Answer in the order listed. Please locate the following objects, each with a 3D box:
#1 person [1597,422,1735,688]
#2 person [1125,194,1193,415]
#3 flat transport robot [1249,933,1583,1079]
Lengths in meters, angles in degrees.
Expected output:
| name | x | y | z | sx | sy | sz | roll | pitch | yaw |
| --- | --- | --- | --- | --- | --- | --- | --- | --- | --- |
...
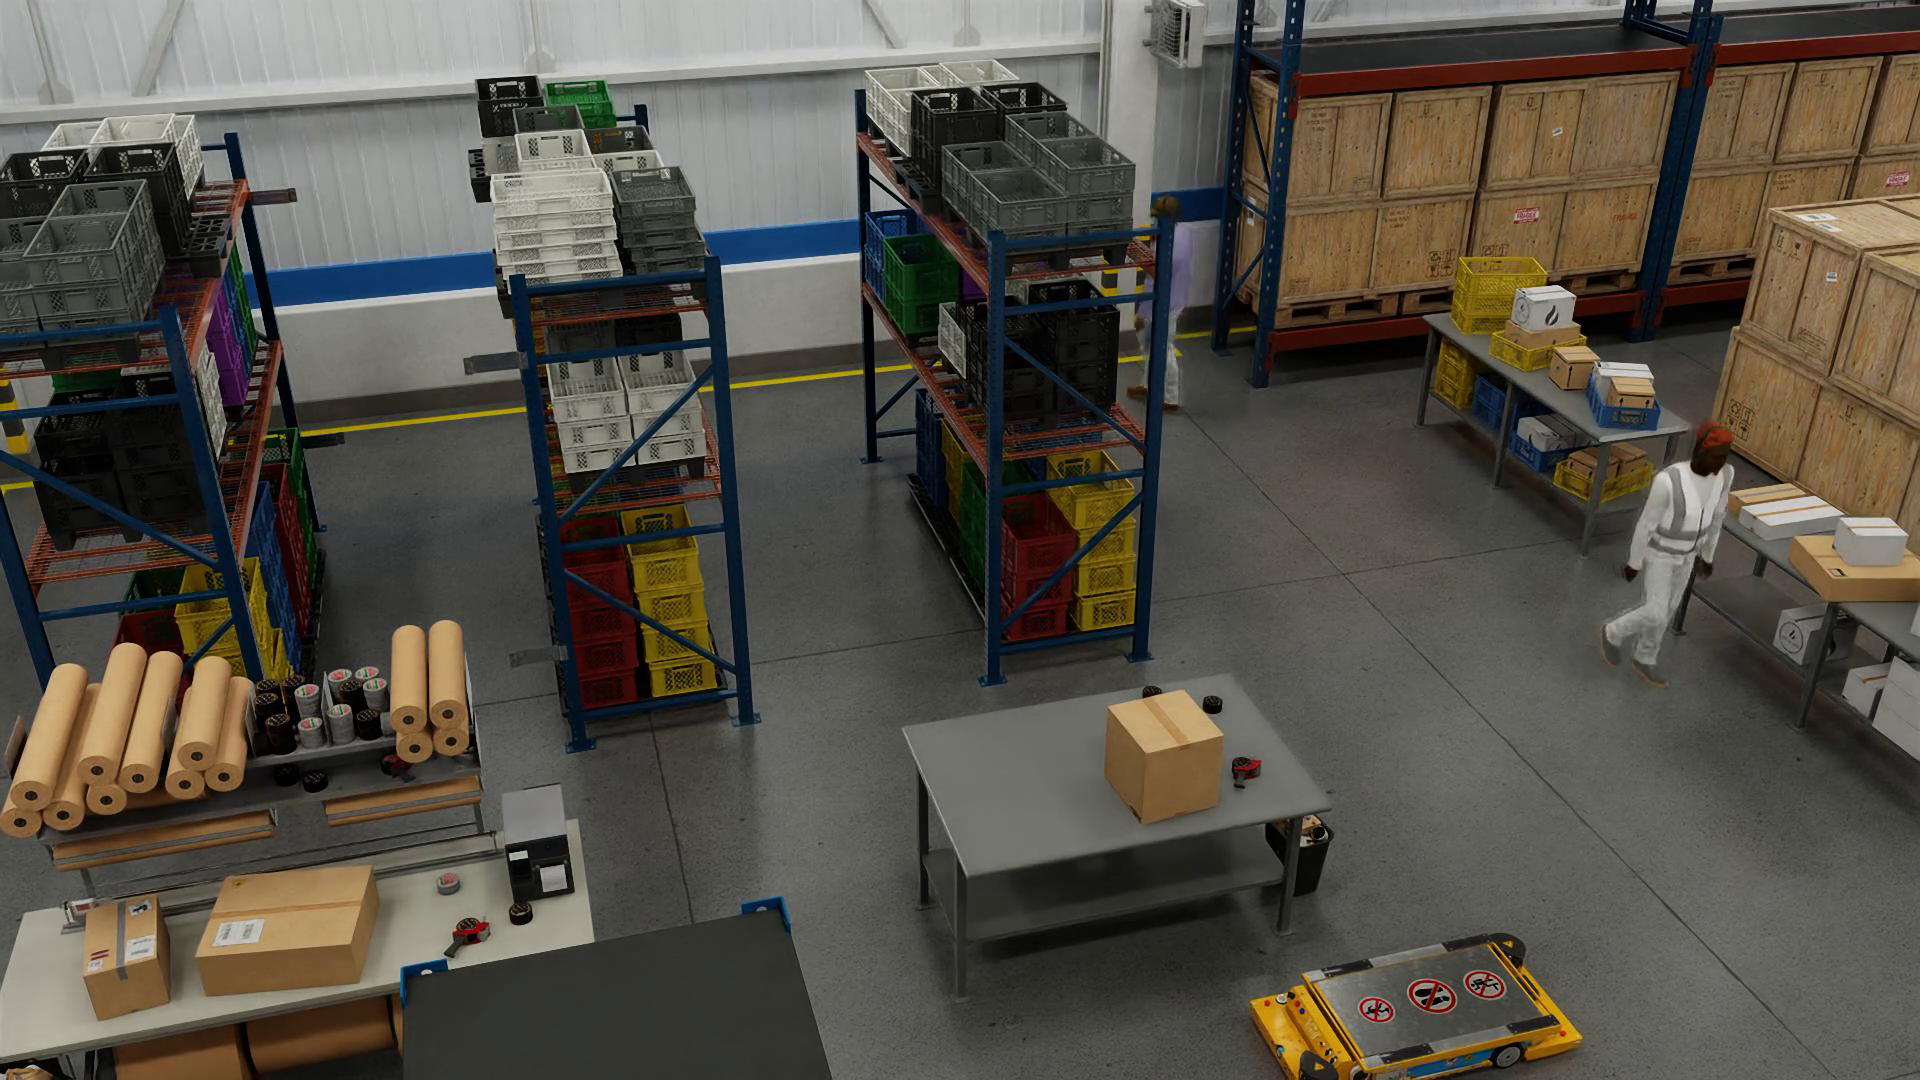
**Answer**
| name | x | y | z | sx | sy | sz | roll | pitch | yaw |
| --- | --- | --- | --- | --- | --- | --- | --- | --- | --- |
| person | 4.415 | 0.085 | 10.342 | 0.585 | 1.865 | 0.487 | -12 | 31 | -21 |
| person | 1.624 | -1.997 | 14.067 | 0.666 | 1.912 | 0.644 | 12 | 31 | 21 |
| flat transport robot | 2.184 | 2.282 | 7.980 | 1.431 | 0.197 | 0.652 | -8 | 30 | -14 |
